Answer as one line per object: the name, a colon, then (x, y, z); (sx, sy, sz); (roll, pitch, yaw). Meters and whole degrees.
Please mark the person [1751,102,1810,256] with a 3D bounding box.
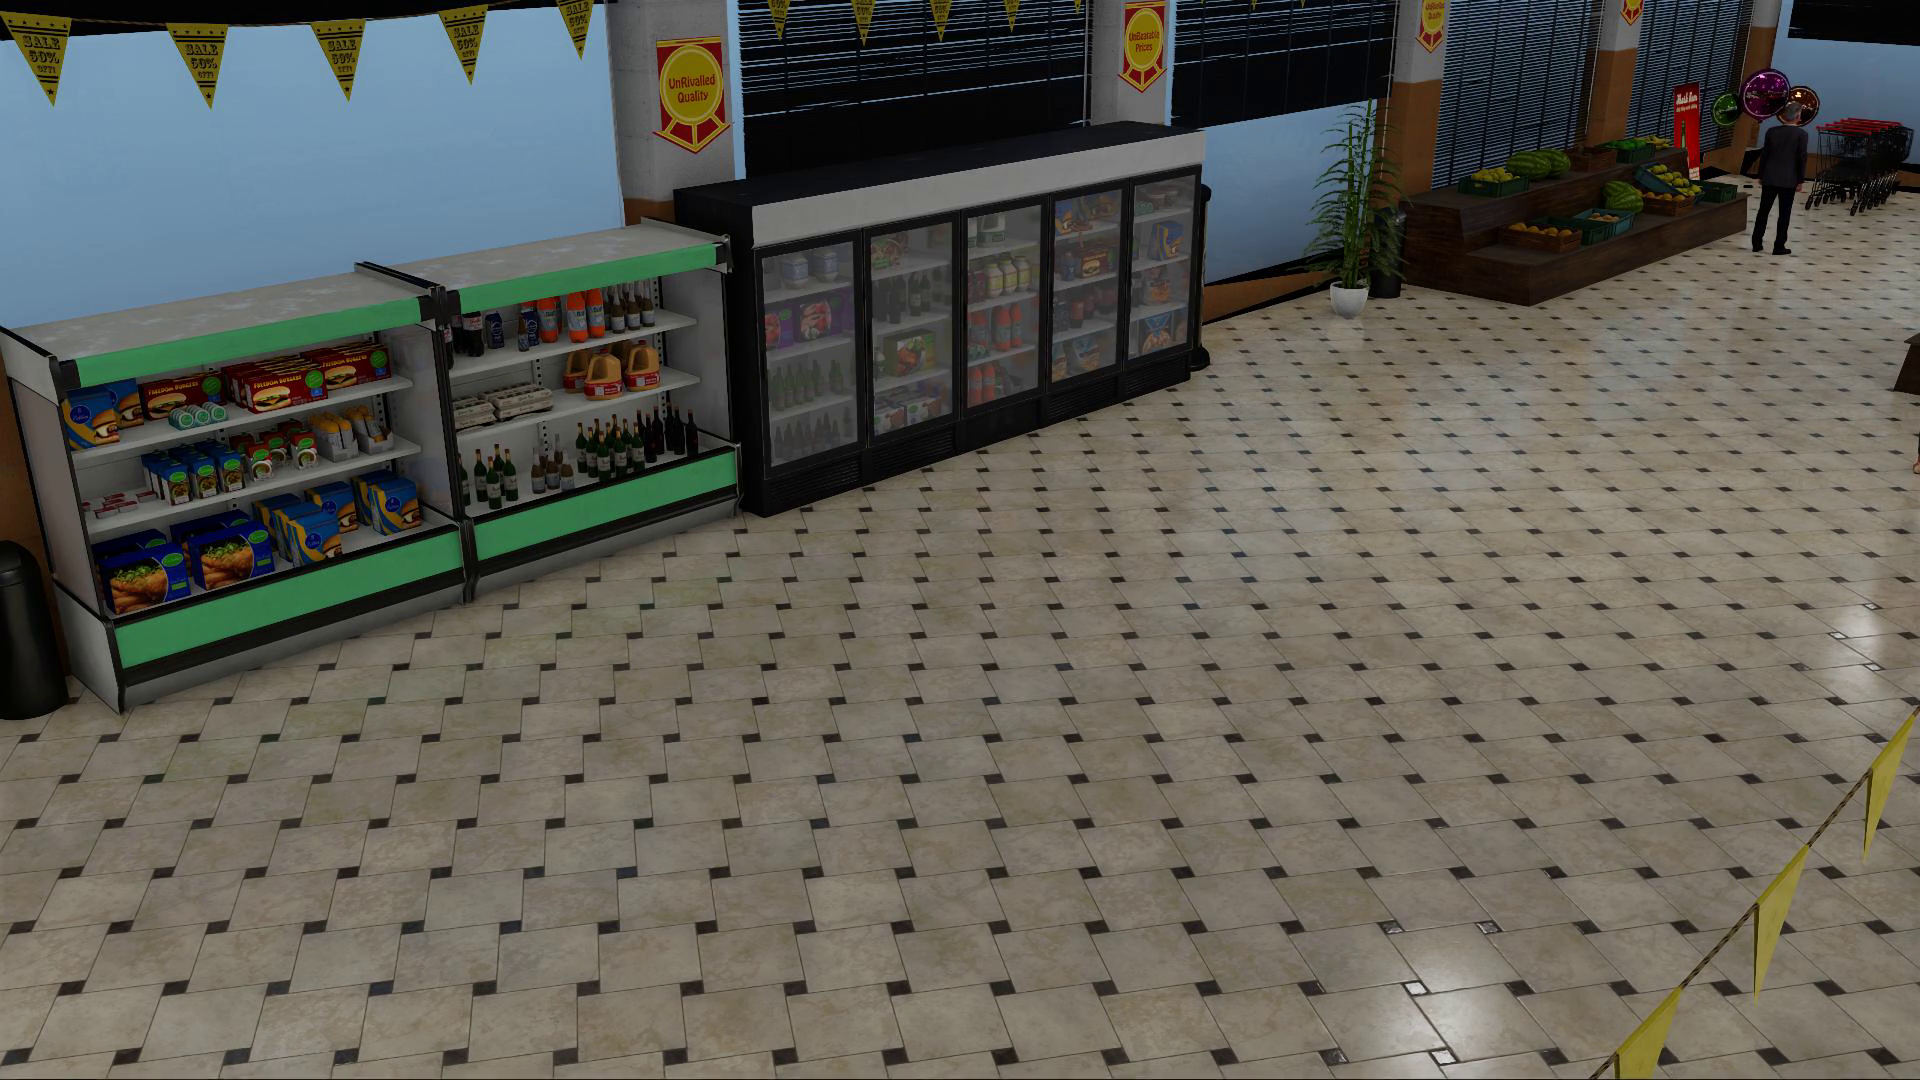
person: (10.133, -4.469, 20.527); (0.575, 1.840, 0.726); (-19, 29, -39)
